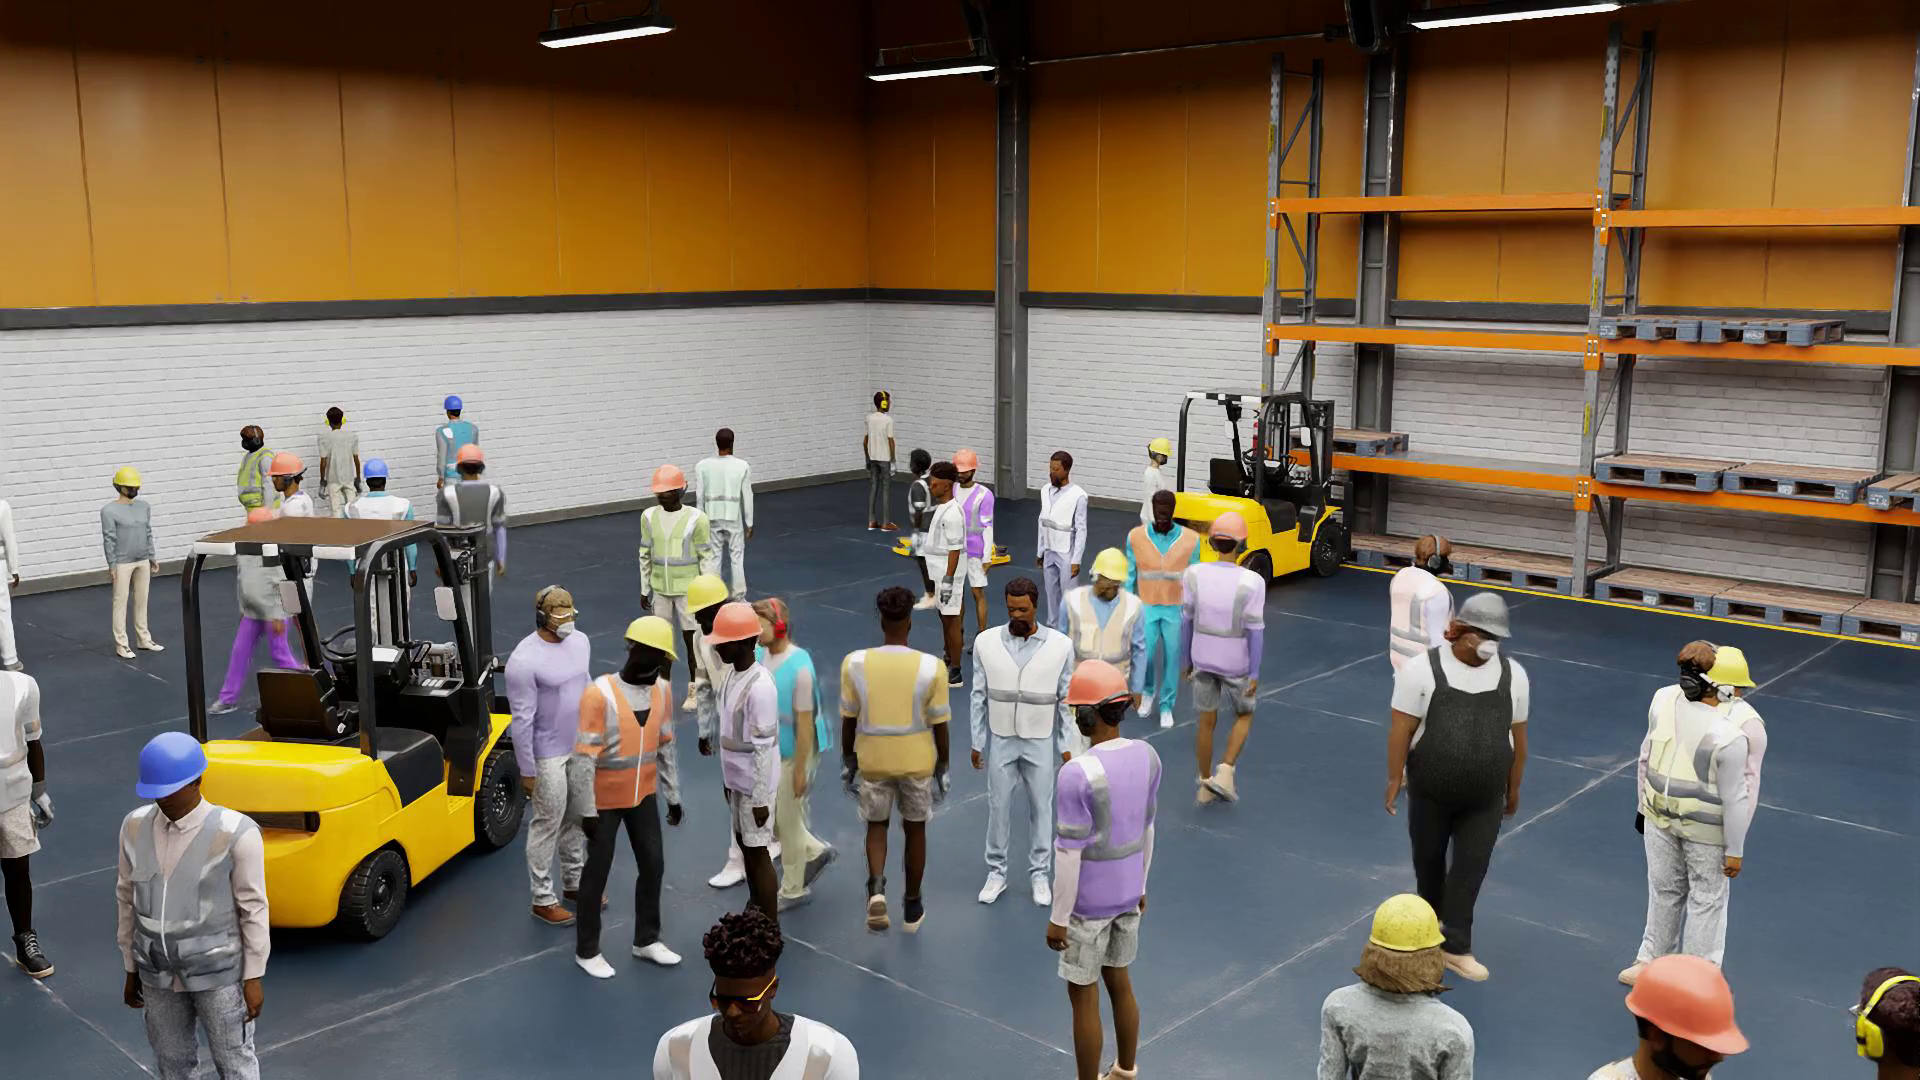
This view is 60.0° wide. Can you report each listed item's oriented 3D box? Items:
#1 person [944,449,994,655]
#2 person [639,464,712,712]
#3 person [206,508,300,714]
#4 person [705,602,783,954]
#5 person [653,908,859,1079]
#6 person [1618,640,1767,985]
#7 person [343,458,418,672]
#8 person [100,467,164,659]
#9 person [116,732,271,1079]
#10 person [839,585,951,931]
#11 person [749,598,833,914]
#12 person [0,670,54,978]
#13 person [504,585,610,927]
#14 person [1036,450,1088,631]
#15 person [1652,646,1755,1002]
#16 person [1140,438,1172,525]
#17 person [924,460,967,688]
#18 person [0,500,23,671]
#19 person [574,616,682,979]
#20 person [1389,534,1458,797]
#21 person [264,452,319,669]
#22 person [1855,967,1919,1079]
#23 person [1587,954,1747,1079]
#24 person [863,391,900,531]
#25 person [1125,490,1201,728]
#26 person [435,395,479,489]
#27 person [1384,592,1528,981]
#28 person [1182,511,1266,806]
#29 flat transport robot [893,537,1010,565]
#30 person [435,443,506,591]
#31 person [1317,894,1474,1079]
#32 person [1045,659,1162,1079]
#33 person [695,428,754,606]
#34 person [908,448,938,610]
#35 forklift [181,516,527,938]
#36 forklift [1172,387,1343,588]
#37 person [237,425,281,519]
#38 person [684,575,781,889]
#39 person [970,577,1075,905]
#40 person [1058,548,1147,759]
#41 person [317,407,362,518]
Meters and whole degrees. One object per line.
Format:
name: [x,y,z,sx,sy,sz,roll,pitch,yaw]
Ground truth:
person: [0.052,0.107,15.457,0.546,1.930,0.390,6,12,32]
person: [-2.324,0.394,13.499,0.613,2.039,0.393,3,10,15]
person: [-5.690,0.580,13.435,0.607,1.692,0.683,6,11,29]
person: [-1.147,1.272,8.833,0.387,1.929,0.547,-4,11,-21]
person: [-0.577,1.977,4.743,0.599,1.958,0.378,1,10,6]
person: [3.649,1.404,8.323,0.429,1.844,0.624,-7,12,-33]
person: [-5.078,0.249,14.624,0.605,1.939,0.415,-2,10,-10]
person: [-7.666,0.199,15.398,0.314,1.768,0.522,4,11,22]
person: [-2.996,1.674,6.498,0.604,1.940,0.400,1,10,7]
person: [-0.356,1.220,9.054,0.621,1.943,0.571,1,10,5]
person: [-0.968,1.211,9.450,0.462,1.826,0.575,-7,12,-35]
person: [-4.954,1.317,8.459,0.361,1.965,0.613,9,14,42]
person: [-2.251,1.192,9.296,0.383,1.928,0.635,5,11,25]
person: [0.939,0.125,15.377,0.392,1.922,0.593,-8,13,-38]
person: [3.709,1.419,8.301,0.403,1.819,0.601,-2,10,-14]
person: [2.096,-0.217,17.788,0.327,1.760,0.524,2,10,14]
person: [-0.126,0.289,14.308,0.367,1.967,0.606,-1,10,-8]
person: [-8.597,0.276,14.628,0.574,1.882,0.356,-4,11,-23]
person: [-1.752,1.326,8.643,0.422,1.883,0.635,9,13,42]
person: [3.176,0.865,11.428,0.429,1.833,0.634,-2,10,-13]
person: [-5.692,0.267,14.216,0.374,2.042,0.615,-3,10,-16]
person: [2.475,2.065,4.509,0.511,1.862,0.325,-2,10,-9]
person: [1.849,2.028,4.531,0.561,1.923,0.430,-6,12,-32]
person: [-1.059,-1.054,22.250,0.516,1.865,0.325,7,12,36]
person: [1.599,0.534,13.127,0.599,1.897,0.440,1,10,8]
person: [-6.258,-0.831,20.736,0.384,1.948,0.605,7,12,36]
person: [2.602,1.227,8.759,0.746,2.000,0.695,1,10,7]
person: [1.771,0.810,11.193,0.617,2.029,0.417,6,12,31]
flat transport robot: [-0.110,0.113,20.138,0.652,0.197,1.431,-9,13,-40]
person: [-4.393,0.141,14.987,0.629,2.026,0.574,-6,11,-29]
person: [1.392,1.978,5.337,0.486,1.740,0.313,6,11,29]
person: [0.591,1.515,7.169,0.407,2.029,0.612,9,13,42]
person: [-2.435,-0.204,17.256,0.597,1.916,0.371,1,10,8]
person: [-0.371,-0.118,17.390,0.322,1.696,0.551,3,10,17]
forklift: [-3.583,0.976,9.748,1.214,2.155,2.313,2,10,11]
forklift: [3.298,-0.608,18.767,1.214,2.155,2.313,9,13,42]
person: [-7.741,-0.360,18.387,0.430,1.836,0.626,-9,13,-41]
person: [-1.327,1.111,9.943,0.623,1.851,0.864,9,13,41]
person: [0.356,1.145,9.576,0.596,1.916,0.372,1,10,8]
person: [0.931,0.950,11.029,0.612,1.791,0.846,0,10,1]
person: [-7.515,-0.684,20.147,0.516,1.863,0.331,-8,13,-39]
